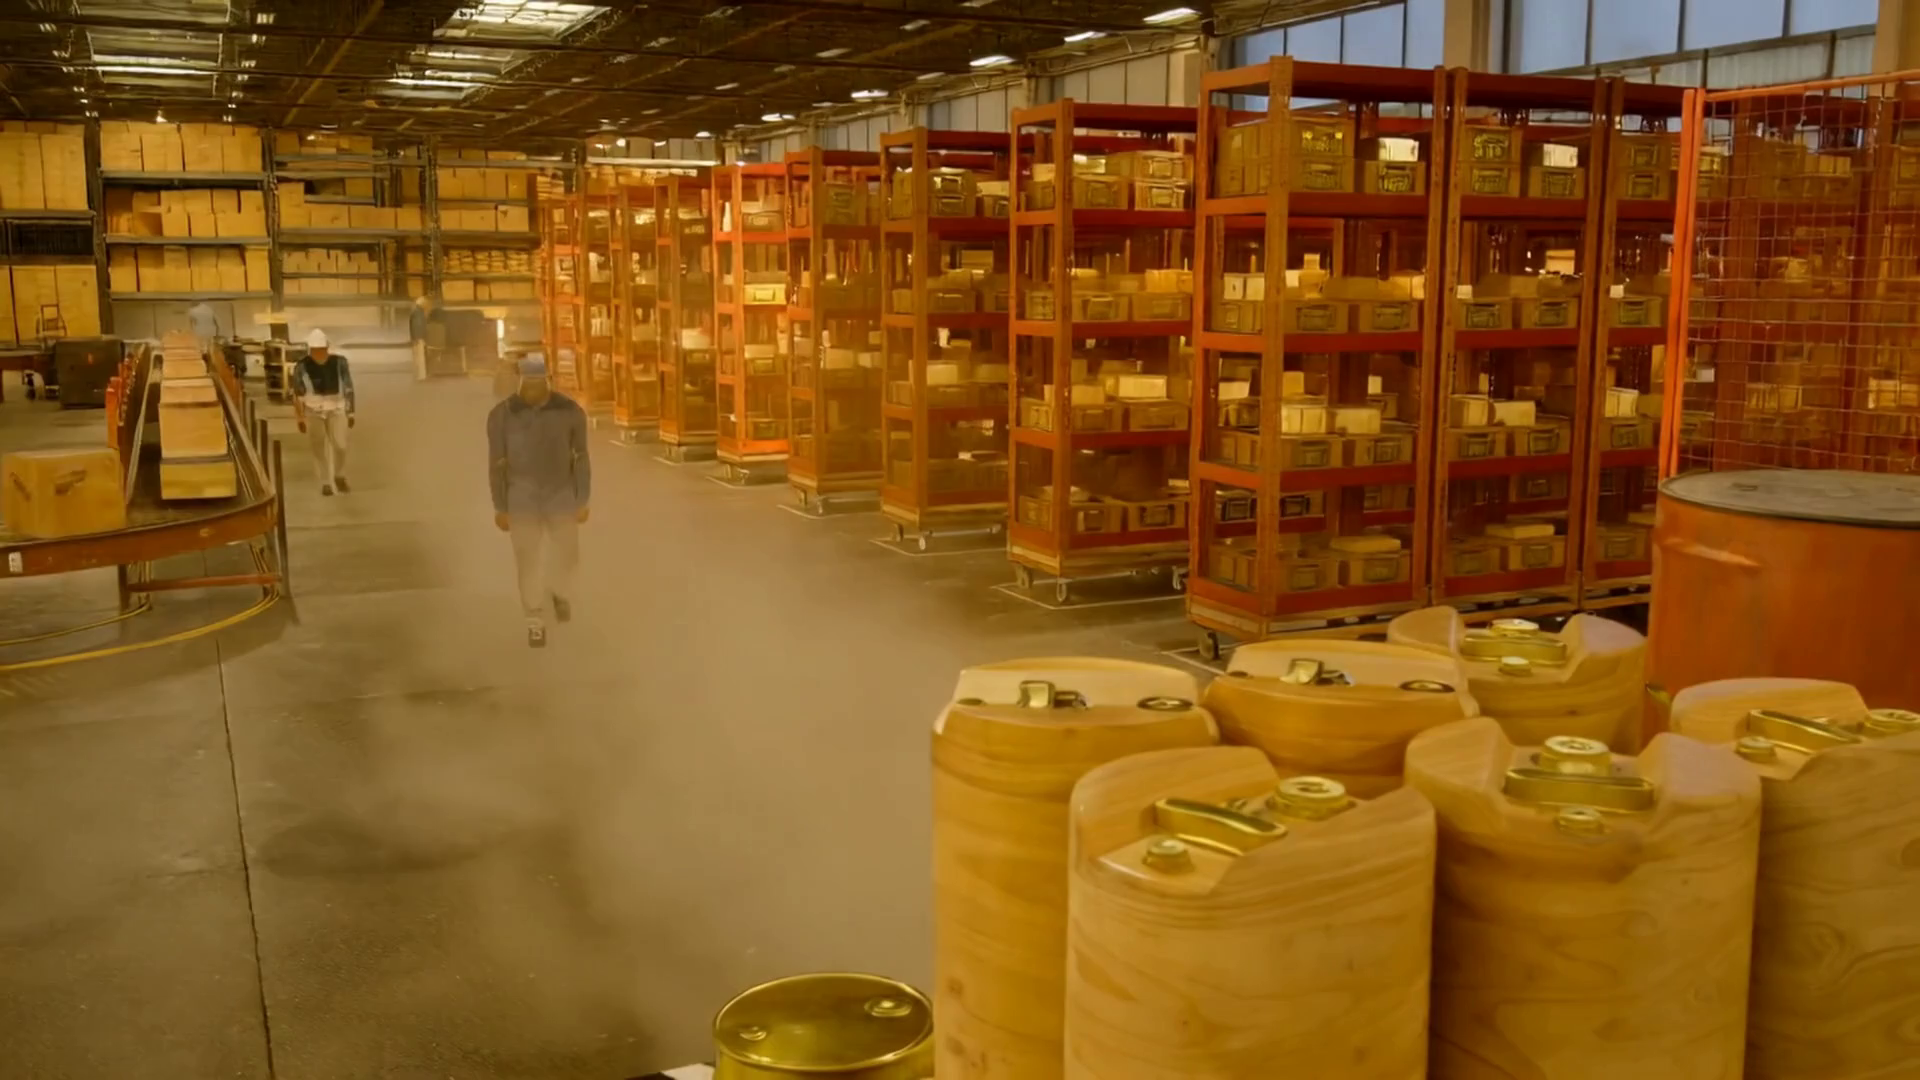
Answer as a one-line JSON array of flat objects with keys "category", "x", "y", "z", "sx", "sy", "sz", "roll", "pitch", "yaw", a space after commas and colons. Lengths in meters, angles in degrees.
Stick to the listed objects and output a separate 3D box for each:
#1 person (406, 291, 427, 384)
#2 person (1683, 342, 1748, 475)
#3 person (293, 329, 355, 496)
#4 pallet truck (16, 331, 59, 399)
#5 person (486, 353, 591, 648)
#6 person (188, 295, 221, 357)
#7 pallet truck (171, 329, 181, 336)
[{"category": "person", "x": -11.748, "y": -4.370, "z": 35.950, "sx": 0.391, "sy": 1.991, "sz": 0.613, "roll": -1, "pitch": 9, "yaw": -8}, {"category": "person", "x": 6.656, "y": -0.872, "z": 14.830, "sx": 0.625, "sy": 1.810, "sz": 0.489, "roll": 5, "pitch": 10, "yaw": 27}, {"category": "person", "x": -6.820, "y": -1.360, "z": 17.859, "sx": 0.612, "sy": 1.804, "sz": 0.485, "roll": -4, "pitch": 10, "yaw": -25}, {"category": "pallet truck", "x": -17.082, "y": -3.353, "z": 31.781, "sx": 1.630, "sy": 1.274, "sz": 0.653, "roll": -4, "pitch": 10, "yaw": -25}, {"category": "person", "x": -2.739, "y": -0.274, "z": 10.850, "sx": 0.645, "sy": 1.896, "sz": 0.571, "roll": -3, "pitch": 10, "yaw": -18}, {"category": "person", "x": -17.058, "y": -4.585, "z": 37.564, "sx": 0.553, "sy": 1.897, "sz": 0.647, "roll": 4, "pitch": 10, "yaw": 25}, {"category": "pallet truck", "x": -17.275, "y": -3.851, "z": 35.096, "sx": 1.601, "sy": 1.201, "sz": 0.680, "roll": 0, "pitch": 9, "yaw": 1}]
